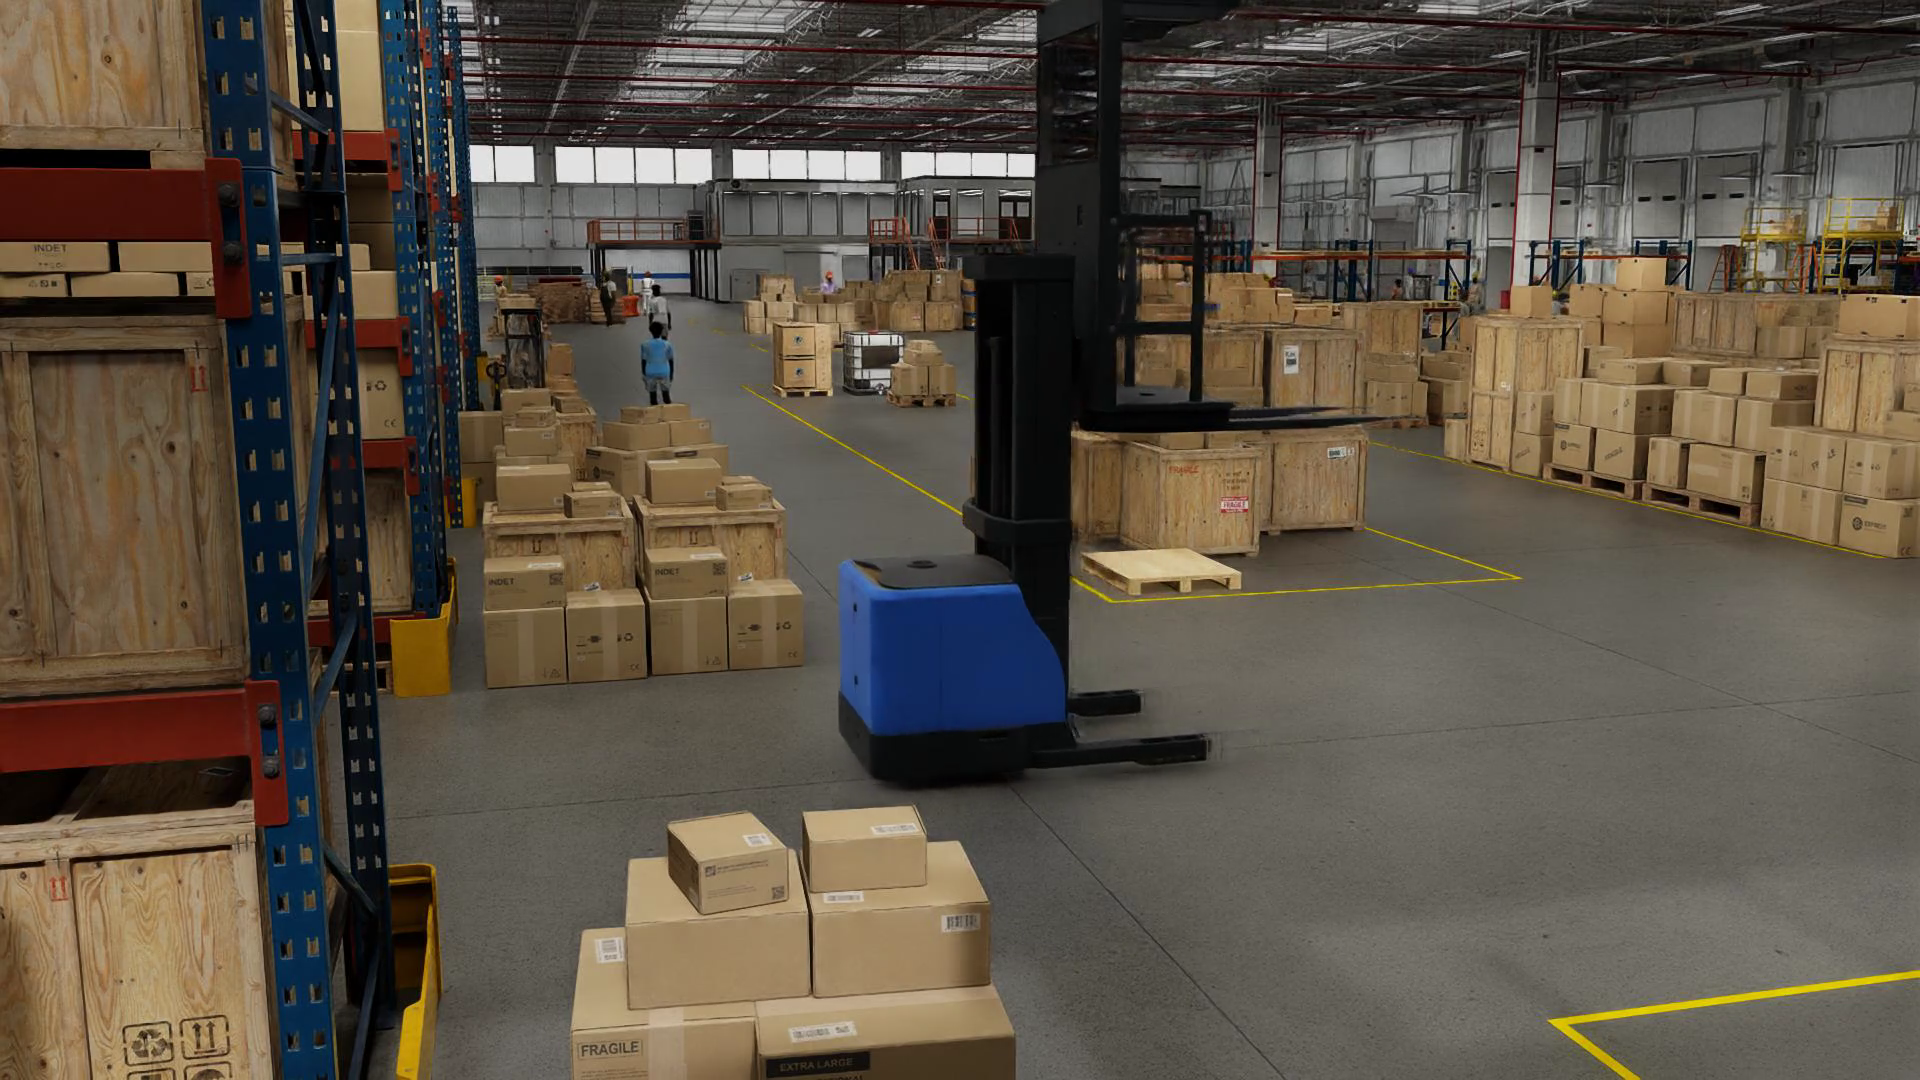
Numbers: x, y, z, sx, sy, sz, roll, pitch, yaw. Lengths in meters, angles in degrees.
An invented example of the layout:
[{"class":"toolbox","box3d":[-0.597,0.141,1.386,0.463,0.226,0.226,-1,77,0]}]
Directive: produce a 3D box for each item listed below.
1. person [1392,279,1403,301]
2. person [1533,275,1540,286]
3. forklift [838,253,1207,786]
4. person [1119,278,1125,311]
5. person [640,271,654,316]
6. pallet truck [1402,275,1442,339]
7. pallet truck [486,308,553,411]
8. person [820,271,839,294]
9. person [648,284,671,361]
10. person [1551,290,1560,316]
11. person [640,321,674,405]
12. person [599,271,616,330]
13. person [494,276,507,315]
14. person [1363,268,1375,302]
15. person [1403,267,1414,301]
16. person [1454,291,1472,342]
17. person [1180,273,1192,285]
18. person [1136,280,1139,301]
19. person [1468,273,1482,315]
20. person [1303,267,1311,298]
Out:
[{"class":"person","box3d":[16.198,-8.855,61.715,0.539,1.672,0.602,-6,12,-30]},{"class":"person","box3d":[17.724,-7.183,51.357,0.395,1.992,0.622,3,10,16]},{"class":"forklift","box3d":[0.312,-0.186,9.225,1.873,2.768,1.129,-3,10,-15]},{"class":"person","box3d":[5.592,-8.143,57.383,0.633,1.798,0.981,-7,12,-33]},{"class":"person","box3d":[-12.810,-10.087,68.163,0.603,1.870,0.634,-1,10,-6]},{"class":"pallet truck","box3d":[14.620,-7.324,52.145,0.823,1.965,1.885,8,13,40]},{"class":"pallet truck","box3d":[-6.242,-2.418,24.362,0.823,1.965,1.885,1,10,3]},{"class":"person","box3d":[-4.507,-8.303,57.593,0.632,2.030,0.463,-4,11,-21]},{"class":"person","box3d":[-7.529,-5.412,41.496,0.474,1.938,0.638,8,13,39]},{"class":"person","box3d":[15.552,-5.720,43.857,0.505,1.721,0.512,-6,12,-30]},{"class":"person","box3d":[-4.854,-2.671,26.685,0.536,1.688,0.392,-3,10,-17]},{"class":"person","box3d":[-12.164,-8.246,57.244,0.557,2.000,0.705,-9,14,-42]},{"class":"person","box3d":[-14.815,-7.548,53.614,0.543,1.927,0.375,9,13,41]},{"class":"person","box3d":[18.220,-11.184,74.066,0.460,1.970,0.633,-10,14,-44]},{"class":"person","box3d":[20.323,-11.344,75.091,0.628,1.928,0.546,6,11,29]},{"class":"person","box3d":[12.191,-5.105,40.157,0.967,1.802,0.549,6,12,32]},{"class":"person","box3d":[8.197,-8.732,60.435,1.008,1.900,0.638,10,14,43]},{"class":"person","box3d":[6.675,-9.556,65.333,0.827,1.806,0.622,5,11,27]},{"class":"person","box3d":[18.956,-8.868,61.248,0.606,1.881,0.982,8,13,39]},{"class":"person","box3d":[16.809,-12.388,81.182,0.973,1.869,0.609,4,11,21]}]
